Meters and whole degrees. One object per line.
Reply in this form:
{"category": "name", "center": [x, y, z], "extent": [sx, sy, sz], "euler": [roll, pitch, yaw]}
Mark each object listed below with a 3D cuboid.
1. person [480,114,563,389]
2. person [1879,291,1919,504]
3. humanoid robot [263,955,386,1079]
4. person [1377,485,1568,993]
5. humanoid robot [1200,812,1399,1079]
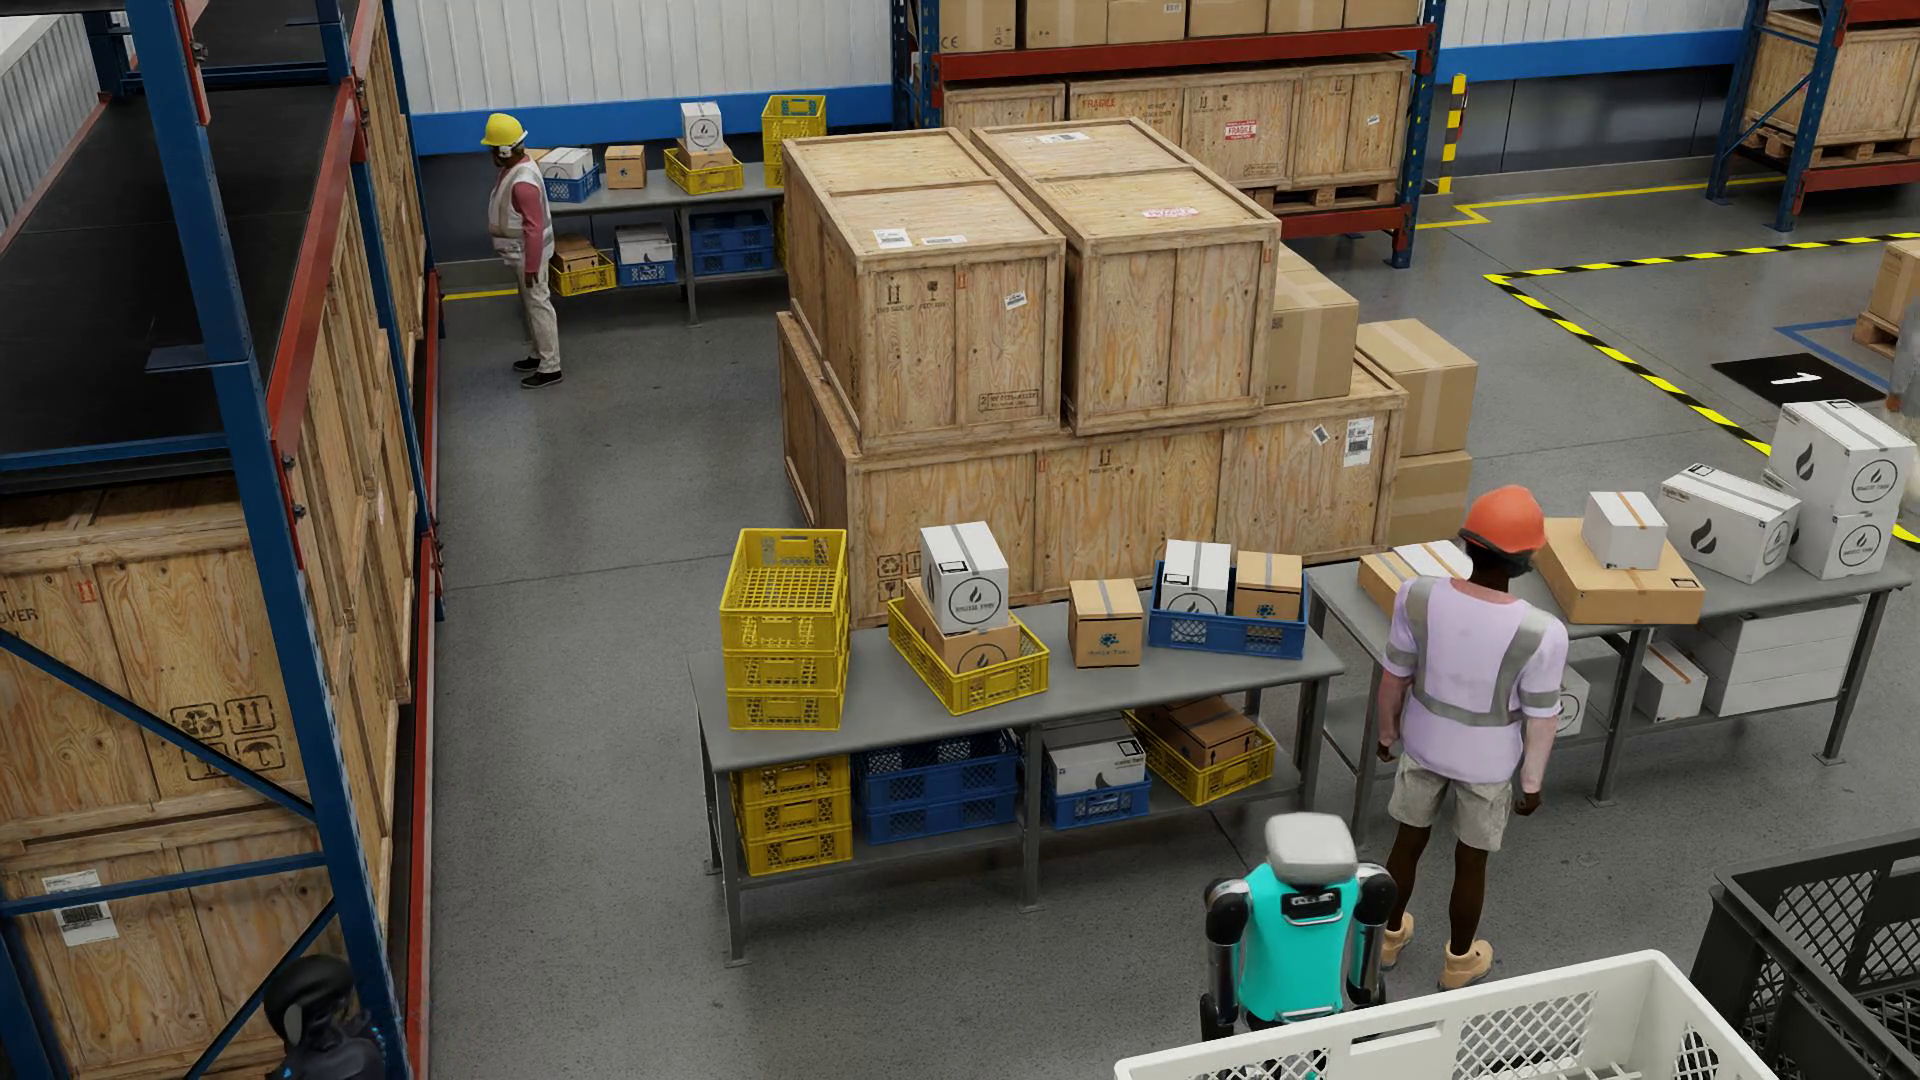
{"category": "person", "center": [-2.870, -1.894, 10.940], "extent": [0.404, 1.826, 0.587], "euler": [-9, 30, -17]}
{"category": "person", "center": [5.355, -0.841, 9.112], "extent": [0.579, 1.750, 0.600], "euler": [-13, 31, -22]}
{"category": "humanoid robot", "center": [-1.574, 1.734, 4.510], "extent": [0.462, 1.639, 0.602], "euler": [-23, 36, -35]}
{"category": "person", "center": [1.798, 0.734, 5.950], "extent": [0.614, 2.039, 0.379], "euler": [18, 34, 30]}
{"category": "humanoid robot", "center": [0.968, 1.603, 4.577], "extent": [0.530, 1.694, 0.736], "euler": [-5, 29, -9]}
